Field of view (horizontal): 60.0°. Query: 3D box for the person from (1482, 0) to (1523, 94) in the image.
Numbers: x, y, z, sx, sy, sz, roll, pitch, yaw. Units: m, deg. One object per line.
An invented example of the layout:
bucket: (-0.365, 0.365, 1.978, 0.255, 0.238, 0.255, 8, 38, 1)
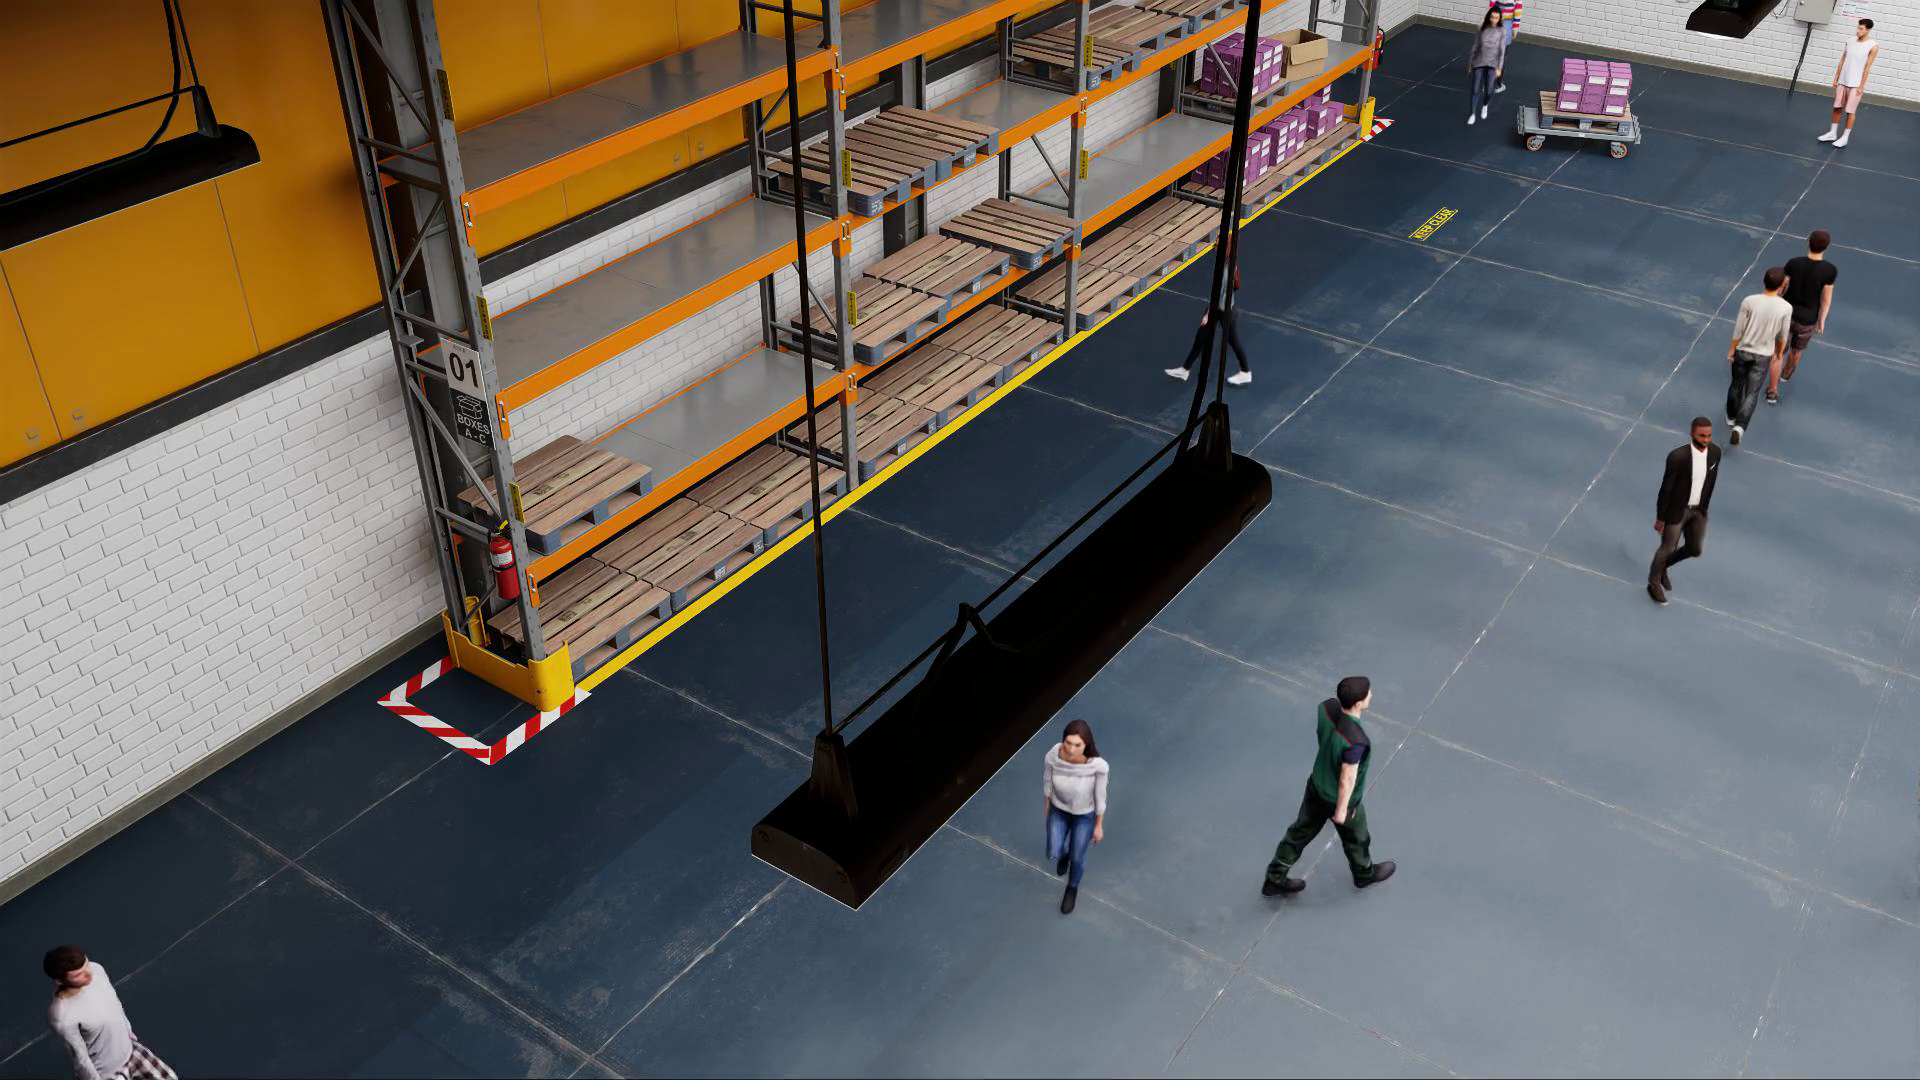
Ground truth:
person: (8.269, -7.767, 25.416, 0.672, 1.808, 0.550, 18, 37, 24)

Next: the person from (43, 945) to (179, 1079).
person: (-4.850, 2.917, 9.318, 0.882, 1.835, 0.821, 1, 34, 1)

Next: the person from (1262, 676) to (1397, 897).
person: (2.424, 1.697, 11.136, 1.296, 1.855, 1.172, -9, 35, -13)

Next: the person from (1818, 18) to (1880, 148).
person: (12.618, -6.475, 23.497, 0.738, 1.780, 0.736, -16, 37, -23)

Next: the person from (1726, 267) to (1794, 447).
person: (7.848, -1.801, 16.463, 0.737, 1.783, 1.127, 17, 37, 24)

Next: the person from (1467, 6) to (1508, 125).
person: (7.691, -6.936, 24.246, 0.693, 1.720, 0.703, 16, 37, 23)

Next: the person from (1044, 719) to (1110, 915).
person: (0.784, 1.799, 11.196, 0.707, 1.618, 0.772, 11, 35, 16)

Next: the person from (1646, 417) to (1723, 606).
person: (6.102, -0.285, 14.179, 0.821, 1.786, 0.887, -8, 34, -11)

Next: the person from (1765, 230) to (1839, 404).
person: (8.597, -2.266, 17.116, 0.803, 1.834, 1.106, 16, 37, 22)

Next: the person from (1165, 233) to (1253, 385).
person: (2.817, -2.353, 17.379, 1.086, 1.688, 1.136, 0, 34, -1)
